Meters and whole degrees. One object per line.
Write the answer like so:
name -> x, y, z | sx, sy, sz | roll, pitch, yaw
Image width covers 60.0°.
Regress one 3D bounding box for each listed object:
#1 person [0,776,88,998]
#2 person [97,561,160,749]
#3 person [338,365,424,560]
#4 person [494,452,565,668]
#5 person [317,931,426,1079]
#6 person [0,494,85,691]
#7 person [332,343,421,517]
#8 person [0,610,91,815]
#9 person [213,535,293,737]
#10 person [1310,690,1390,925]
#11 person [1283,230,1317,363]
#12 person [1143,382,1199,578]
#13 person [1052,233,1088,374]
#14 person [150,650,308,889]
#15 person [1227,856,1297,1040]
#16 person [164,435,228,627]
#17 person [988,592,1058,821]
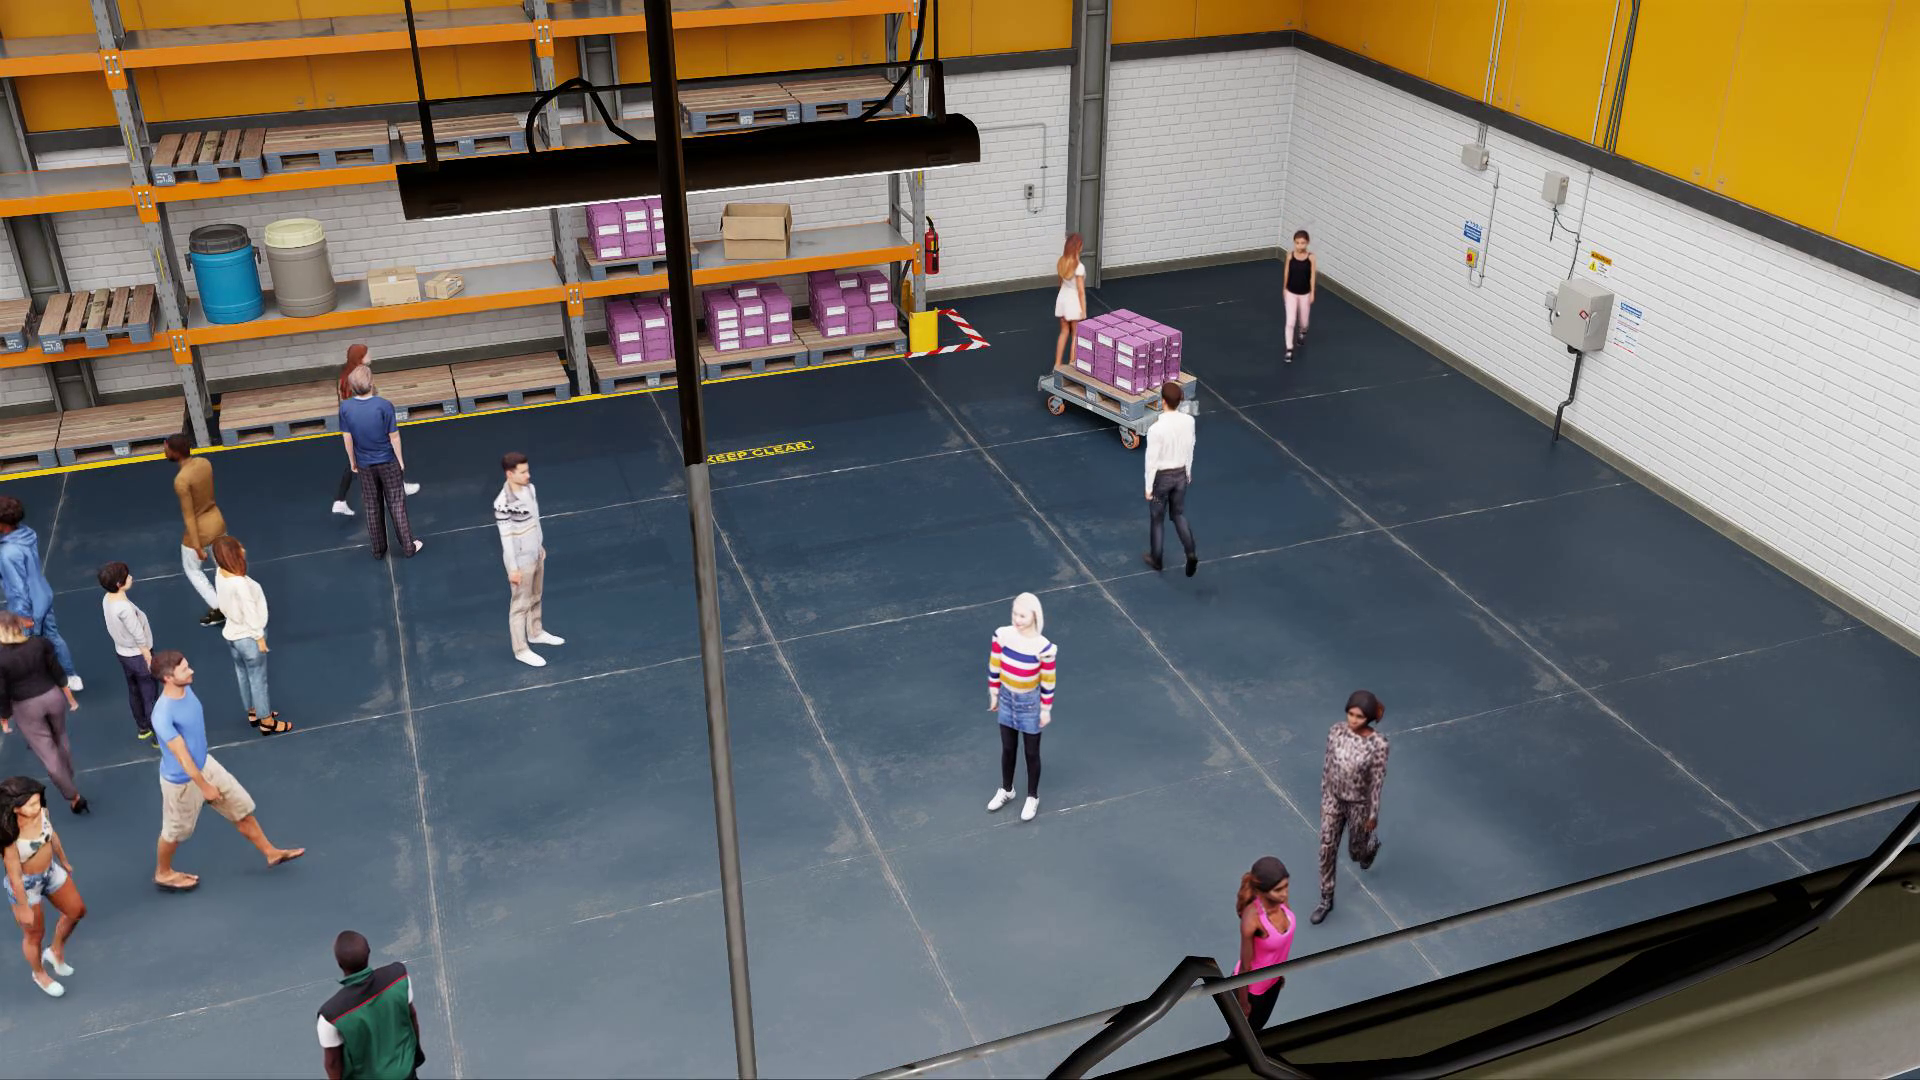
person -> -5.713, 2.120, 10.208 | 0.787, 1.593, 0.778 | 7, 29, 12
person -> -6.244, 0.856, 12.568 | 0.620, 1.553, 0.629 | 22, 35, 34
person -> -5.287, -0.704, 15.095 | 0.587, 1.871, 0.777 | -2, 29, -4
person -> -3.574, 0.113, 13.609 | 0.753, 1.859, 0.765 | 6, 29, 10
person -> -3.035, 2.796, 8.715 | 0.835, 1.836, 0.721 | 21, 35, 34
person -> -7.253, 0.463, 13.037 | 0.736, 1.793, 0.733 | -4, 29, -8
person -> -5.735, -1.011, 15.838 | 1.044, 1.698, 1.247 | 19, 34, 31
person -> -6.430, 1.249, 11.740 | 0.880, 1.655, 0.824 | 17, 33, 28
person -> -5.453, 0.720, 12.682 | 0.678, 1.683, 0.687 | -24, 37, -37
person -> 2.585, 1.699, 10.872 | 0.892, 1.696, 1.063 | 21, 35, 34
person -> 3.962, -2.885, 19.434 | 0.890, 1.544, 0.871 | 7, 29, 12
person -> 1.903, -0.494, 14.724 | 0.911, 1.858, 0.797 | -14, 32, -24
person -> 1.219, -2.660, 18.873 | 0.647, 1.686, 0.645 | -18, 33, -30
person -> -5.189, 1.566, 10.994 | 1.305, 1.814, 0.928 | 0, 29, 0
person -> 1.683, 2.482, 9.408 | 0.714, 1.723, 0.612 | 25, 38, 38
person -> -6.261, -0.058, 13.983 | 0.837, 1.802, 0.799 | 8, 30, 14
person -> 0.446, 1.155, 11.752 | 0.716, 1.808, 0.756 | 15, 32, 25
